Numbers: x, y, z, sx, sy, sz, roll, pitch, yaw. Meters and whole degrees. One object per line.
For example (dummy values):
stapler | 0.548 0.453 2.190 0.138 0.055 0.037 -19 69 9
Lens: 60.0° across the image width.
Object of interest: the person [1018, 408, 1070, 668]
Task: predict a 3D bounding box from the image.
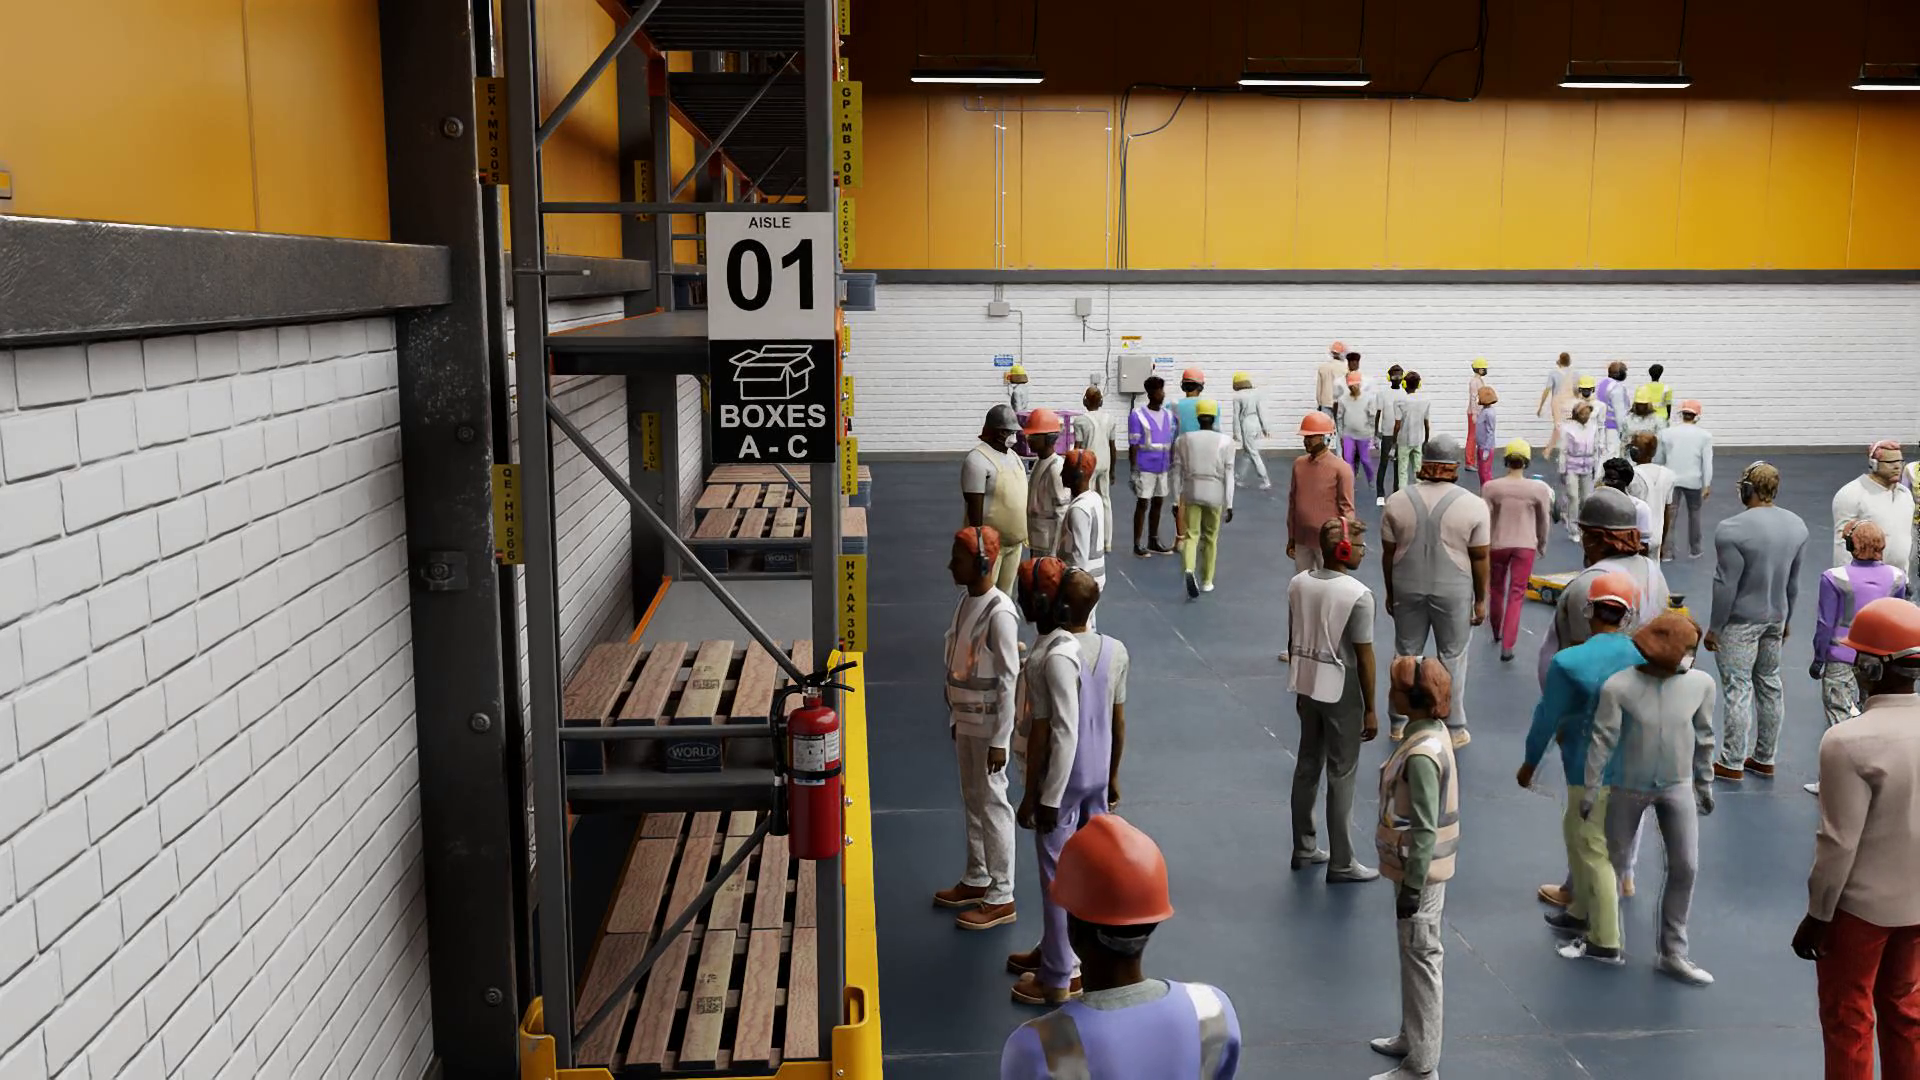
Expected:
person | 0.628 0.024 12.561 0.398 2.040 0.612 -2 9 -12

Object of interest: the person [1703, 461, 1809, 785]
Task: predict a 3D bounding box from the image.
person | 4.724 0.493 9.940 0.633 1.939 0.368 -3 10 -20

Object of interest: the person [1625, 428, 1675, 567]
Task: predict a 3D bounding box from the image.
person | 5.316 0.047 13.036 0.508 1.847 0.345 -3 10 -18

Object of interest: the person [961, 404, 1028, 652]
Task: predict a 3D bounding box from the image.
person | 0.325 -0.078 13.207 0.536 2.000 0.684 7 11 36

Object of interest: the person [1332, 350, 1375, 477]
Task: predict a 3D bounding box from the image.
person | 5.750 -1.803 24.334 0.617 1.950 0.735 1 9 8

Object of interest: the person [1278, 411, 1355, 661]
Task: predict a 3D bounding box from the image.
person | 2.758 -0.005 12.889 0.397 1.992 0.623 -6 11 -34

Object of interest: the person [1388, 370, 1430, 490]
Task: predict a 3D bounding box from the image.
person | 5.528 -1.149 20.470 0.535 1.868 0.309 -2 9 -14

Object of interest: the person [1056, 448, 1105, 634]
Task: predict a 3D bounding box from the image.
person | 0.794 0.324 11.186 0.355 1.880 0.575 2 9 11

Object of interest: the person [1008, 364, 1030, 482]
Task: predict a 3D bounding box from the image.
person | 0.857 -1.690 24.262 0.324 1.740 0.492 3 10 18

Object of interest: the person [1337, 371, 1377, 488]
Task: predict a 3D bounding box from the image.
person | 5.524 -1.488 23.054 0.592 1.723 0.663 5 10 30

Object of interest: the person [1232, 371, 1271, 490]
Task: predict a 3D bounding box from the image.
person | 4.151 -1.563 23.678 0.512 1.678 0.914 -7 12 -39

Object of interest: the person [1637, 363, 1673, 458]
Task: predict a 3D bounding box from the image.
person | 10.581 -1.844 25.383 0.539 1.696 0.317 3 10 19

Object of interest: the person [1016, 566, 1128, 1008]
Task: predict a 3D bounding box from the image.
person | 0.461 1.018 6.934 0.516 1.845 0.332 -6 11 -34

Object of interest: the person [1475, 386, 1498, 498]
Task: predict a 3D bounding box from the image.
person | 6.668 -1.143 21.171 0.284 1.633 0.497 1 9 5

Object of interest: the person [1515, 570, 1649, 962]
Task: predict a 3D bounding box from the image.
person | 2.818 0.998 7.438 0.543 1.728 0.526 -6 11 -34

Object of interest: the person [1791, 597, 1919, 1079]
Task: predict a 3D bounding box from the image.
person | 3.008 1.174 5.485 0.622 1.994 0.381 -4 10 -23

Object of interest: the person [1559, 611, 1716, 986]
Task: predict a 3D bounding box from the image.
person | 2.962 1.095 7.206 0.622 1.611 0.400 1 9 9

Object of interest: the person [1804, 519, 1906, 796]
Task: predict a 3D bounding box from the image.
person | 5.172 0.696 9.603 0.514 1.641 0.307 -1 9 -5

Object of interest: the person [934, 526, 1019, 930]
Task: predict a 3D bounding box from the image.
person | 0.092 0.865 7.776 0.341 1.882 0.587 -3 10 -19

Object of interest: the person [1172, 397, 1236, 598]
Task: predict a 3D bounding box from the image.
person | 2.281 -0.395 15.684 0.596 1.897 0.834 2 9 14

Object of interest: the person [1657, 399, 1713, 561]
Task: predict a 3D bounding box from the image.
person | 7.765 -0.650 17.792 0.588 1.714 0.800 7 11 37

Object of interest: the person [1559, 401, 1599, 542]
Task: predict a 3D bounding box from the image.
person | 7.023 -0.788 18.990 0.525 1.622 0.485 -2 9 -14

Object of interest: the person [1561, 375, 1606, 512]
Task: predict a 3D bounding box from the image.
person | 7.985 -1.232 21.312 0.523 1.769 0.315 3 9 17

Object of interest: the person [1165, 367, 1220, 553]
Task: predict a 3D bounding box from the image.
person | 2.524 -0.871 18.197 0.610 2.037 0.398 1 9 3

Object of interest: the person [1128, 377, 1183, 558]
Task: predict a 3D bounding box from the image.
person | 2.090 -0.785 17.958 0.664 1.952 0.418 -6 11 -34

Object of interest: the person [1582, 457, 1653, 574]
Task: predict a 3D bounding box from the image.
person | 4.861 0.226 12.372 0.317 1.695 0.540 -6 11 -34

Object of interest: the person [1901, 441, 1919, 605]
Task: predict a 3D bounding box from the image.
person | 8.683 -0.139 14.903 0.328 1.627 0.516 -9 13 -44

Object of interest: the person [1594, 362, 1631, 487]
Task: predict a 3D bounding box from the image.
person | 9.198 -1.590 23.453 0.451 1.819 0.718 1 9 4

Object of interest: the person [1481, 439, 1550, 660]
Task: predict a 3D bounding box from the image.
person | 4.448 0.057 13.351 0.532 1.723 0.894 5 10 26

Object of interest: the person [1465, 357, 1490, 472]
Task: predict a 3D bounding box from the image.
person | 8.024 -1.943 25.778 0.310 1.768 0.533 5 10 29

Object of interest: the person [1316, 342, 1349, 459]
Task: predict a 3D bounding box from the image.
person | 5.968 -2.149 26.441 0.656 1.976 0.390 9 12 43

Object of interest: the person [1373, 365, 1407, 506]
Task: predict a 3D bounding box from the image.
person | 5.708 -1.374 21.881 0.531 1.870 0.317 -1 9 -6

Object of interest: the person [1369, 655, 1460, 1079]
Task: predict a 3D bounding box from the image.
person | 1.702 1.235 6.217 0.307 1.639 0.525 3 9 16

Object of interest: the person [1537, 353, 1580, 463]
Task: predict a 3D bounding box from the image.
person | 9.719 -2.133 26.953 0.608 1.784 0.937 -2 9 -11

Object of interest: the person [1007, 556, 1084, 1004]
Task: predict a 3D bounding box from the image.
person | 0.379 0.993 6.971 0.356 1.886 0.573 0 9 1

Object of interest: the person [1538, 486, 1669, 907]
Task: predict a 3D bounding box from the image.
person | 3.044 0.752 7.995 0.682 2.000 0.536 -8 12 -39

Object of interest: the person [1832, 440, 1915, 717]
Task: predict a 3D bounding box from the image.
person | 6.317 0.264 11.477 0.639 1.910 0.407 -3 10 -19

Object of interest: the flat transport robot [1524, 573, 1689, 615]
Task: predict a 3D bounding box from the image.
flat transport robot | 5.827 0.495 15.146 0.652 0.197 1.431 -4 10 -25

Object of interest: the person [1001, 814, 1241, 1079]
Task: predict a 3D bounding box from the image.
person | 0.309 1.522 3.479 0.543 1.940 0.361 -4 10 -25

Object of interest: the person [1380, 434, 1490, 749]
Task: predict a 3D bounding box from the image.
person | 3.079 0.315 10.740 0.689 2.000 0.535 5 11 31

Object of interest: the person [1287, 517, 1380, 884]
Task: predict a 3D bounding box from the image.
person | 1.854 0.798 8.334 0.389 1.840 0.567 -6 11 -31

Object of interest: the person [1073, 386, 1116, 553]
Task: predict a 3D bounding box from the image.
person | 1.463 -0.755 18.132 0.518 1.834 0.356 -4 10 -26

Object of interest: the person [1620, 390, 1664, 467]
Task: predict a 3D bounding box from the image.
person | 8.006 -0.920 19.570 0.502 1.700 0.822 6 11 33
